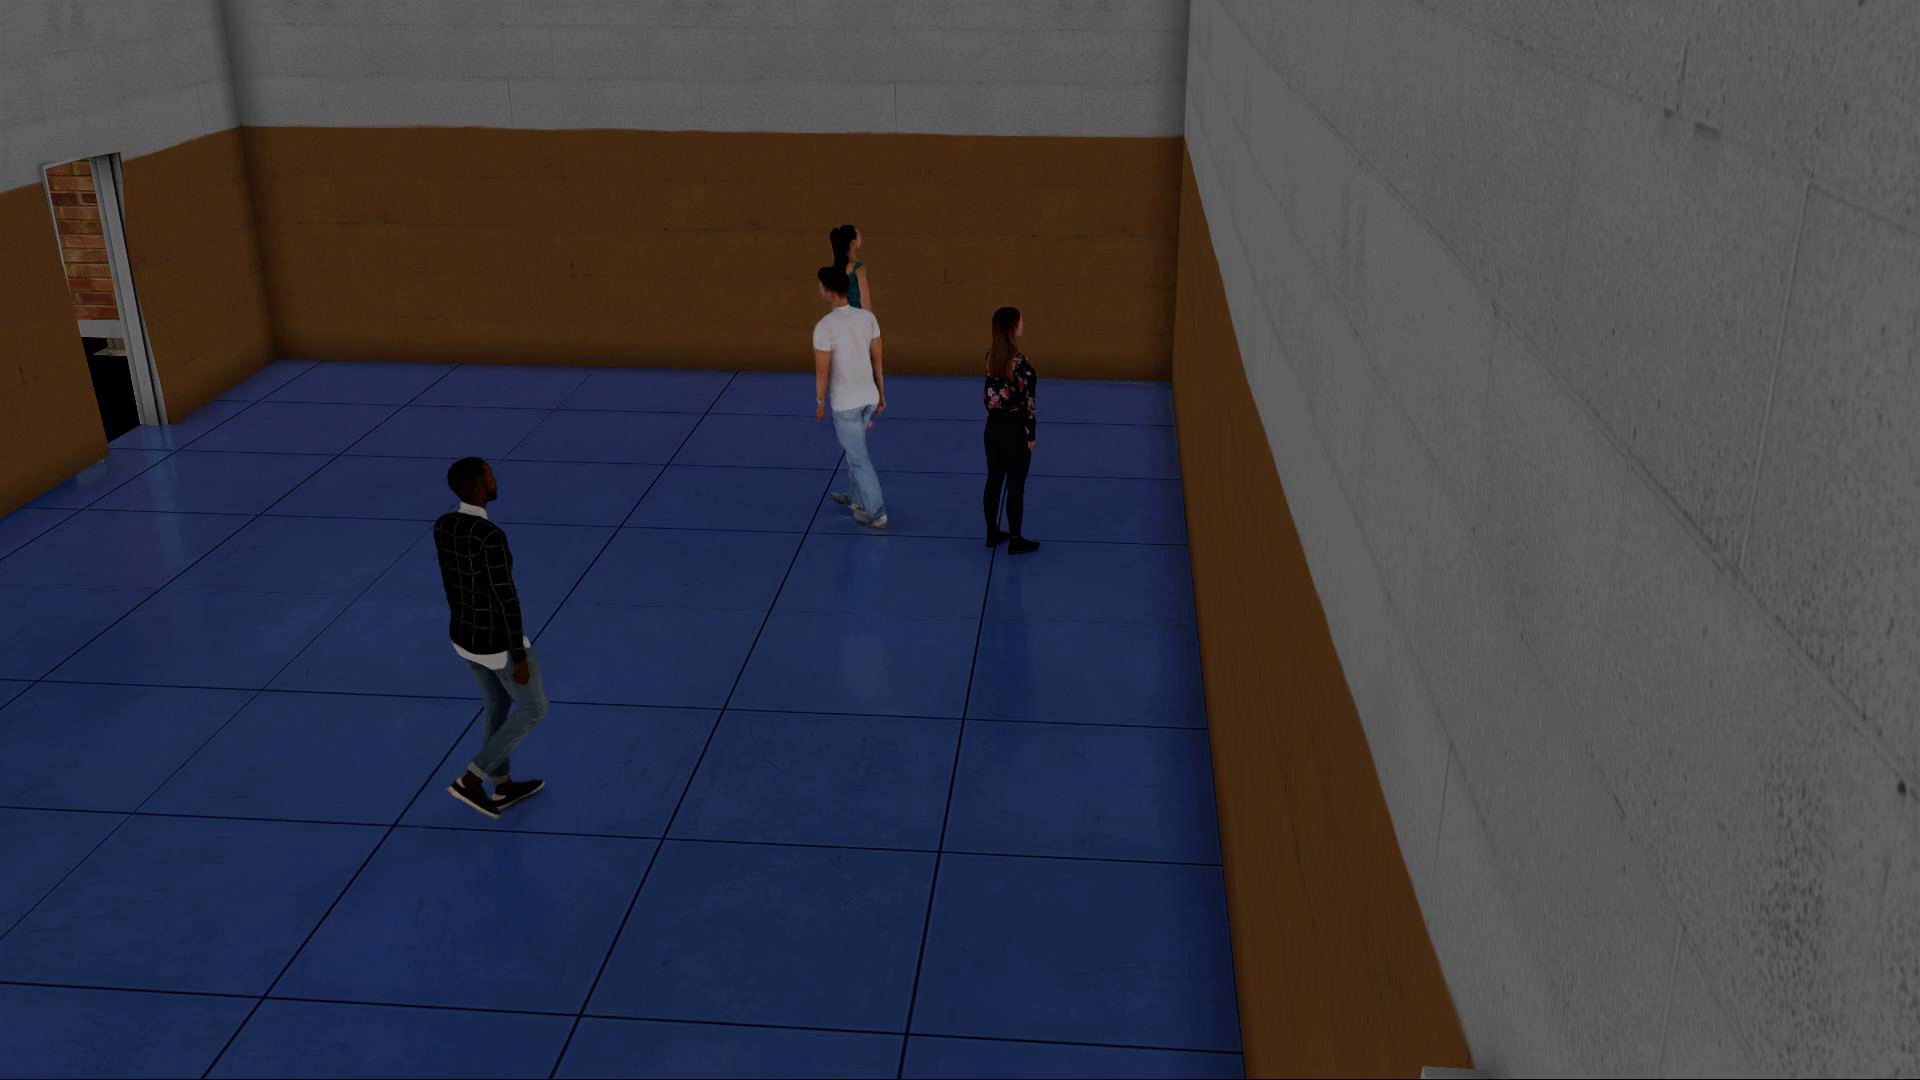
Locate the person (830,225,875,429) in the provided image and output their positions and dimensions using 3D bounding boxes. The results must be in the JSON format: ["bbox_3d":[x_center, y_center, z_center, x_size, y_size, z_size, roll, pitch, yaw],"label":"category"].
[{"bbox_3d":[-0.881,-1.747,13.626,0.686,1.687,0.616,-19,29,-39],"label":"person"}]

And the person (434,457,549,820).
[{"bbox_3d":[-2.292,0.509,7.847,0.915,1.810,0.964,17,27,36],"label":"person"}]

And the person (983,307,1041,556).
[{"bbox_3d":[0.319,-0.734,11.109,0.704,1.683,0.635,-19,29,-39],"label":"person"}]

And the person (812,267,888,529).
[{"bbox_3d":[-0.683,-0.964,11.493,0.951,1.825,1.030,-16,27,-35],"label":"person"}]
